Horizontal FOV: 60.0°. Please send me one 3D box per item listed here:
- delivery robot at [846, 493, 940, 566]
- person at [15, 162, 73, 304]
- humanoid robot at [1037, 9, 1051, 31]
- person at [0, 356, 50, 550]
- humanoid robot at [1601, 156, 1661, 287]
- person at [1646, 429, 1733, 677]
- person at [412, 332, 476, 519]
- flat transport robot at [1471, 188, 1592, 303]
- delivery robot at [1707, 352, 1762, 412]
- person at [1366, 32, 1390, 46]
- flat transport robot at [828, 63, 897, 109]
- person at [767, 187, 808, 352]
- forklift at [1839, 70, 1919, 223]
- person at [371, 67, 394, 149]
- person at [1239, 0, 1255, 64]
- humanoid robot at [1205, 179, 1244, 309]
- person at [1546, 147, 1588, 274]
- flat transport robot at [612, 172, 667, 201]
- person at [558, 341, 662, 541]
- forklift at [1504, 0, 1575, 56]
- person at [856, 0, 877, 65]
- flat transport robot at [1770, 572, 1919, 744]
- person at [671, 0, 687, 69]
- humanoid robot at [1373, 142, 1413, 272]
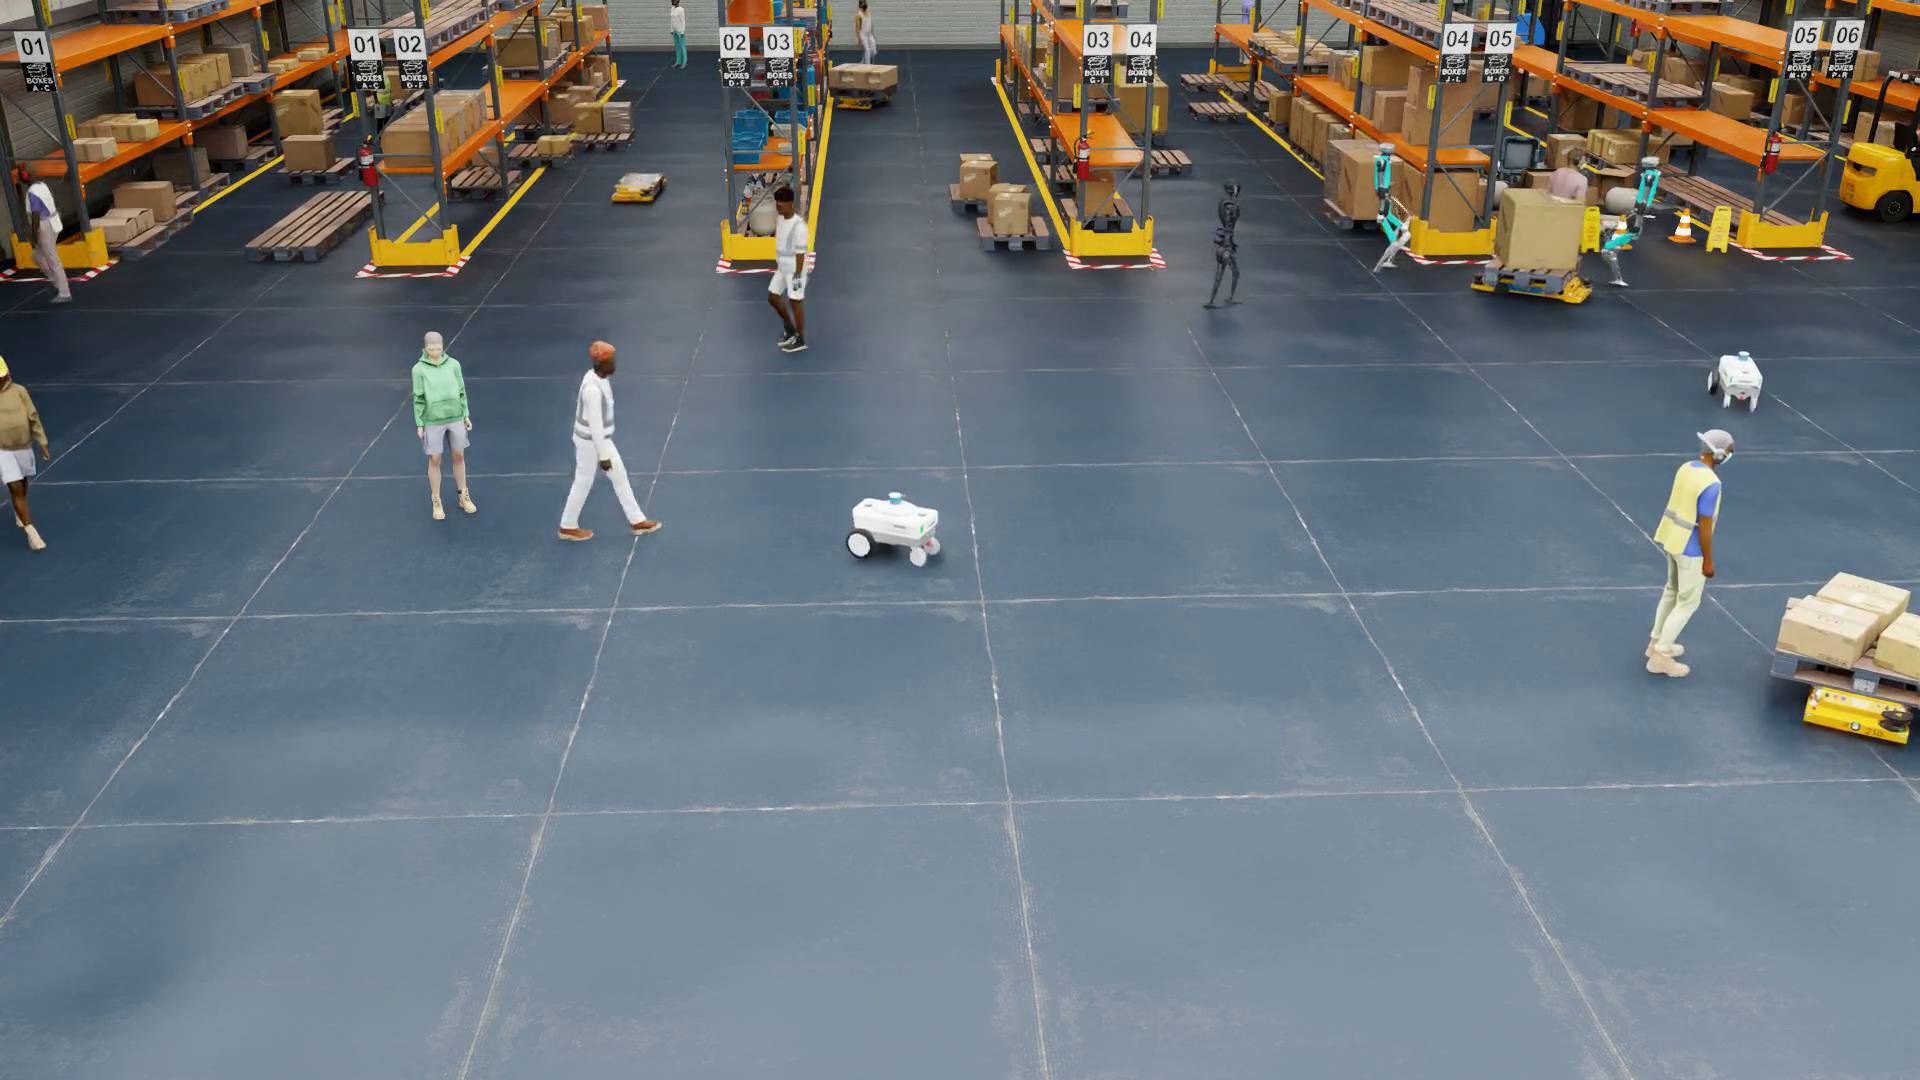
[{"bbox_3d":[-0.568,-0.129,14.379,0.747,0.568,0.499,10,26,22],"label":"delivery robot"},{"bbox_3d":[-11.821,-3.954,21.439,0.480,1.824,0.574,-11,26,-24],"label":"person"},{"bbox_3d":[2.104,-12.779,41.470,0.536,1.845,0.829,-7,25,-16],"label":"humanoid robot"},{"bbox_3d":[-8.327,-0.830,14.569,0.557,1.708,0.938,-21,32,-39],"label":"person"},{"bbox_3d":[8.844,-4.188,22.144,0.675,1.850,0.542,11,26,22],"label":"humanoid robot"},{"bbox_3d":[5.359,0.079,12.316,0.456,1.874,0.622,0,24,-1],"label":"person"},{"bbox_3d":[-4.671,-1.051,15.026,0.481,1.737,0.320,-14,28,-29],"label":"person"},{"bbox_3d":[7.603,-3.404,22.120,1.431,0.231,0.659,14,27,28],"label":"flat transport robot"},{"bbox_3d":[8.449,-1.760,18.037,0.499,0.564,0.737,6,25,14],"label":"delivery robot"},{"bbox_3d":[8.934,-10.292,35.688,0.570,1.816,0.919,1,24,2],"label":"person"},{"bbox_3d":[-2.062,-9.461,35.731,0.659,0.231,1.431,7,25,15],"label":"flat transport robot"},{"bbox_3d":[-2.018,-3.168,19.525,0.476,1.946,0.629,-17,29,-33],"label":"person"},{"bbox_3d":[15.132,-6.143,25.915,2.313,2.155,1.214,-1,24,-2],"label":"forklift"},{"bbox_3d":[-10.782,-8.174,31.085,0.321,1.692,0.530,6,25,13],"label":"person"},{"bbox_3d":[7.119,-12.726,41.190,0.395,1.796,0.591,-5,24,-11],"label":"person"},{"bbox_3d":[3.437,-3.772,21.215,0.532,1.645,0.597,6,25,13],"label":"humanoid robot"},{"bbox_3d":[7.911,-4.165,21.784,0.374,1.936,0.627,-10,26,-21],"label":"person"},{"bbox_3d":[-5.333,-5.879,27.682,0.659,0.231,1.431,0,24,1],"label":"flat transport robot"},{"bbox_3d":[-3.115,-0.848,14.441,0.980,1.834,0.605,1,24,2],"label":"person"},{"bbox_3d":[14.700,-13.805,42.301,1.873,2.768,1.129,-1,24,-2],"label":"forklift"},{"bbox_3d":[-2.217,-11.840,39.164,0.538,1.829,0.562,-19,31,-37],"label":"person"},{"bbox_3d":[6.620,1.030,12.158,0.659,0.231,1.431,13,27,27],"label":"flat transport robot"},{"bbox_3d":[-6.867,-12.381,40.452,0.309,1.768,0.521,-20,31,-37],"label":"person"},{"bbox_3d":[6.006,-4.547,22.899,0.742,1.795,0.532,6,25,14],"label":"humanoid robot"}]
